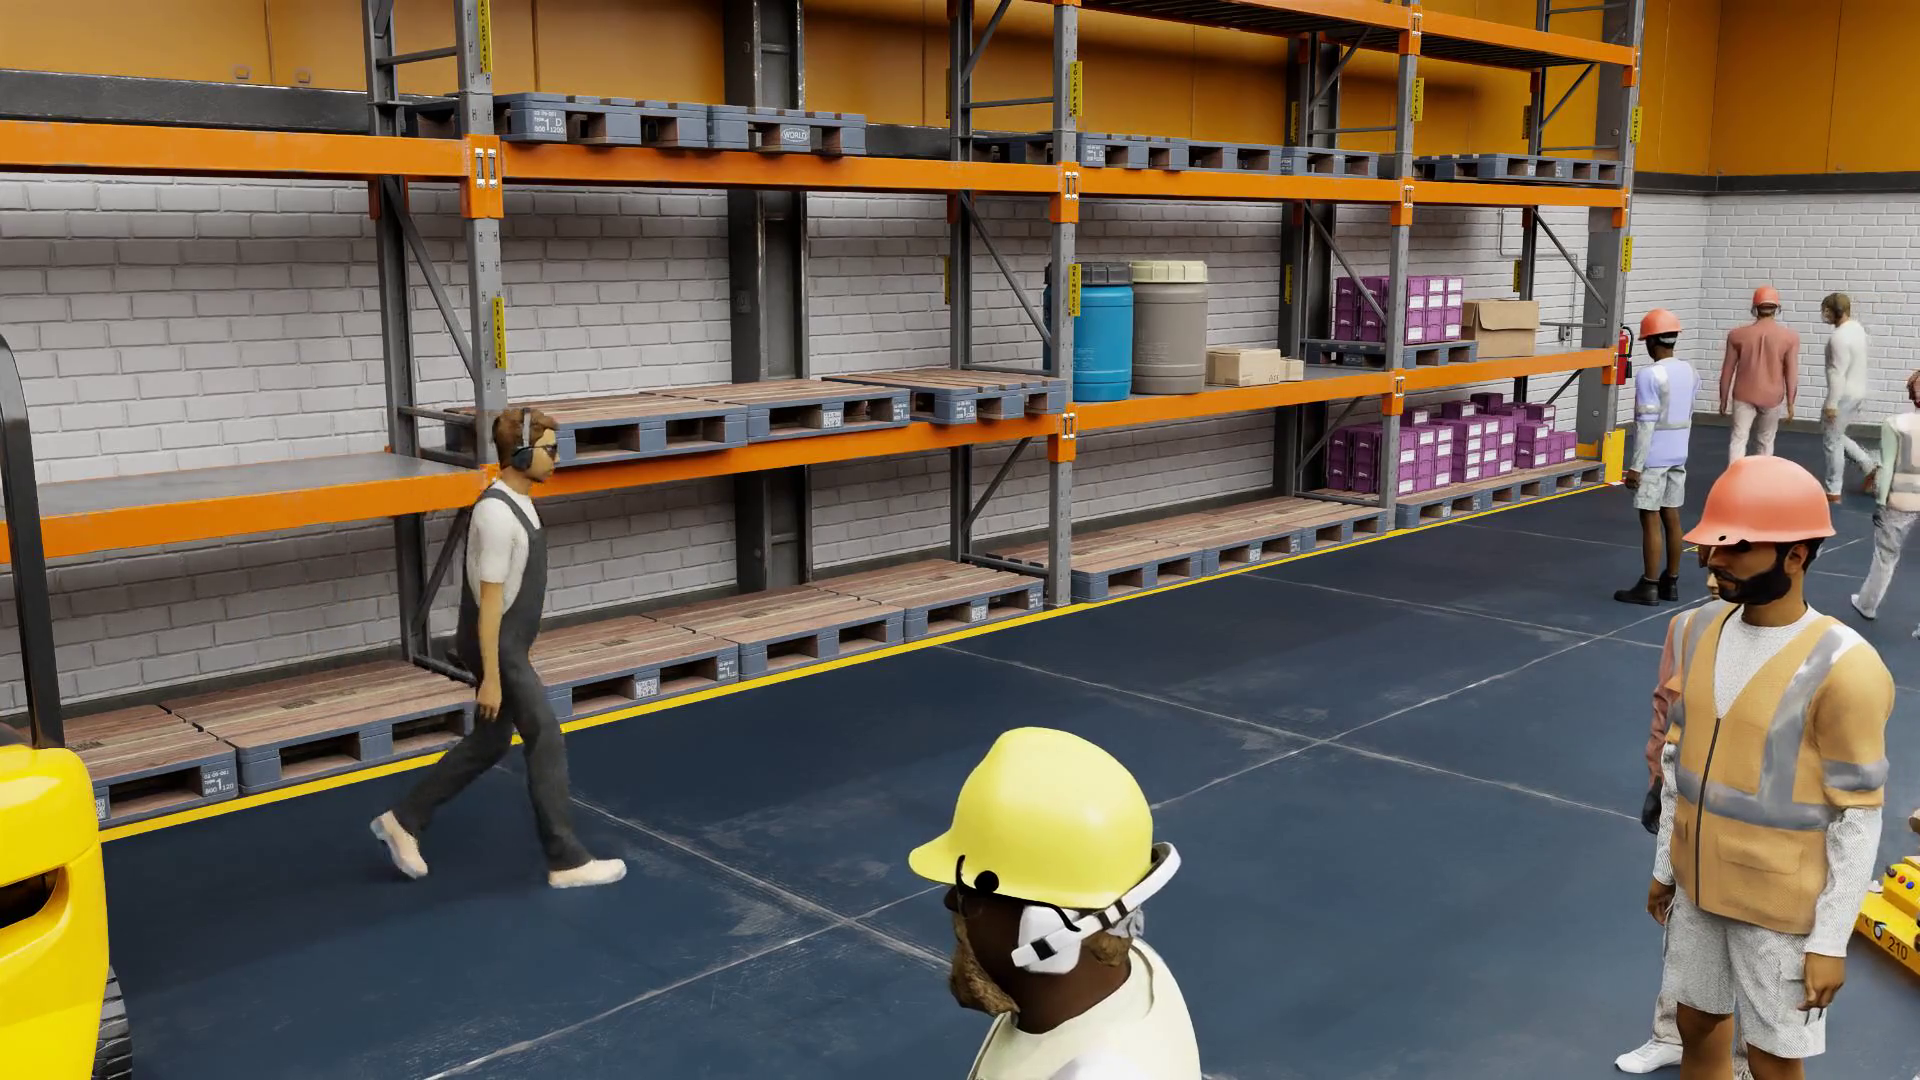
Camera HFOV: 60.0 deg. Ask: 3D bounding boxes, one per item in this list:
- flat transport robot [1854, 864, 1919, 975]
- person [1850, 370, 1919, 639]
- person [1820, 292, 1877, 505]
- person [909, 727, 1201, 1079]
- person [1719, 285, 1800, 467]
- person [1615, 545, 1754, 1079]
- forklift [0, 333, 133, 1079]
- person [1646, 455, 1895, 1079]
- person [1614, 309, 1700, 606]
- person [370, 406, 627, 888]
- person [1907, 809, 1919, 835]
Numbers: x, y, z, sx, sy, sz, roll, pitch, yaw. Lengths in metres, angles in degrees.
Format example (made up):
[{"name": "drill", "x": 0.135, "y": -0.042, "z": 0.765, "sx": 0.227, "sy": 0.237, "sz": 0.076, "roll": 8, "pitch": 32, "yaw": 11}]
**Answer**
[{"name": "flat transport robot", "x": 3.785, "y": 1.264, "z": 5.577, "sx": 1.431, "sy": 0.197, "sz": 0.652, "roll": 0, "pitch": 10, "yaw": -1}, {"name": "person", "x": 5.753, "y": -0.223, "z": 10.056, "sx": 0.540, "sy": 1.601, "sz": 0.830, "roll": 2, "pitch": 11, "yaw": 10}, {"name": "person", "x": 7.885, "y": -1.236, "z": 14.748, "sx": 0.582, "sy": 1.905, "sz": 0.698, "roll": 8, "pitch": 13, "yaw": 39}, {"name": "person", "x": 0.115, "y": 1.123, "z": 2.082, "sx": 0.404, "sy": 1.835, "sz": 0.589, "roll": 1, "pitch": 10, "yaw": 5}, {"name": "person", "x": 7.146, "y": -1.292, "z": 14.899, "sx": 0.632, "sy": 1.967, "sz": 0.882, "roll": 5, "pitch": 12, "yaw": 26}, {"name": "person", "x": 2.108, "y": 0.763, "z": 4.578, "sx": 0.306, "sy": 1.639, "sz": 0.523, "roll": -5, "pitch": 12, "yaw": -26}, {"name": "forklift", "x": -3.289, "y": 0.485, "z": 4.582, "sx": 1.214, "sy": 2.155, "sz": 2.313, "roll": -10, "pitch": 14, "yaw": -44}, {"name": "person", "x": 1.737, "y": 0.773, "z": 3.709, "sx": 0.363, "sy": 1.935, "sz": 0.553, "roll": -3, "pitch": 11, "yaw": -18}, {"name": "person", "x": 4.534, "y": -0.532, "z": 10.856, "sx": 0.547, "sy": 1.928, "sz": 0.385, "roll": -7, "pitch": 12, "yaw": -32}, {"name": "person", "x": -1.739, "y": 0.413, "z": 6.074, "sx": 0.882, "sy": 1.805, "sz": 0.560, "roll": -2, "pitch": 11, "yaw": -8}, {"name": "person", "x": 4.040, "y": 0.387, "z": 6.160, "sx": 0.837, "sy": 1.818, "sz": 0.632, "roll": -2, "pitch": 11, "yaw": -11}]
